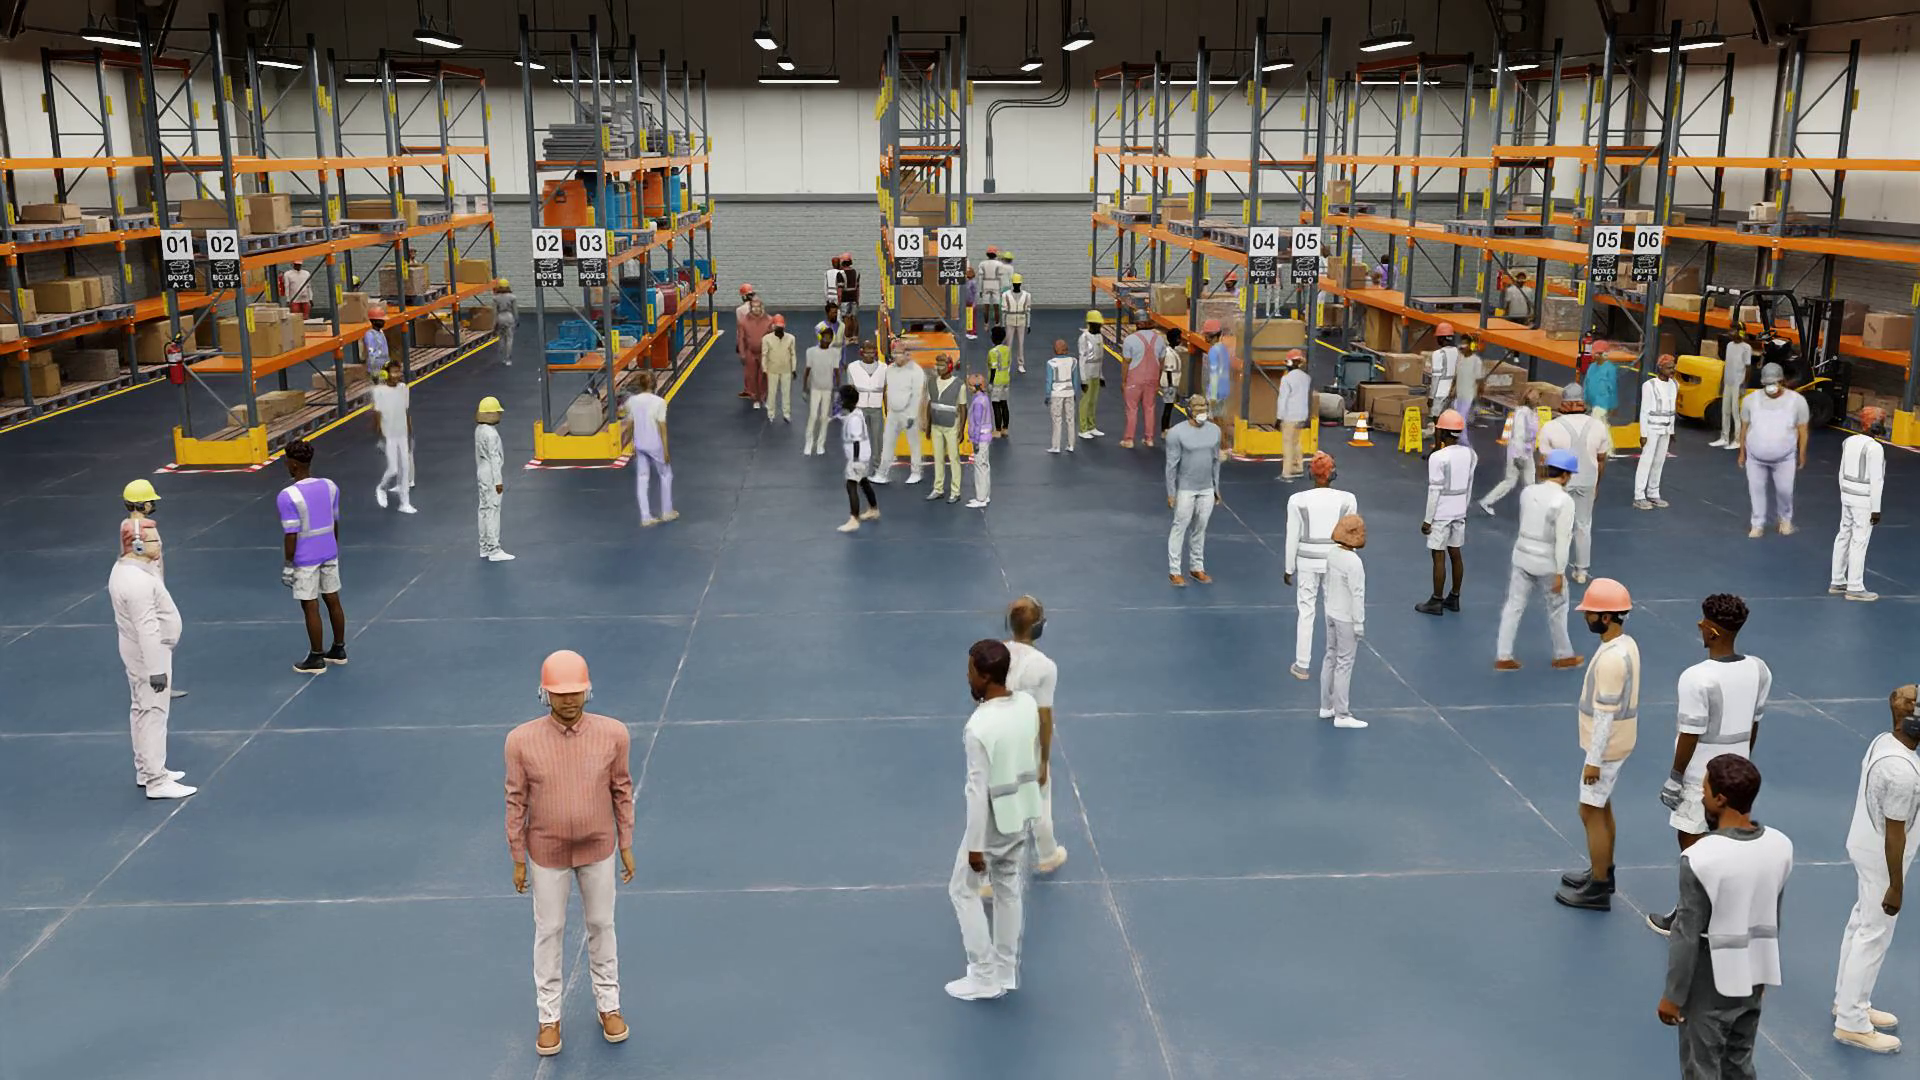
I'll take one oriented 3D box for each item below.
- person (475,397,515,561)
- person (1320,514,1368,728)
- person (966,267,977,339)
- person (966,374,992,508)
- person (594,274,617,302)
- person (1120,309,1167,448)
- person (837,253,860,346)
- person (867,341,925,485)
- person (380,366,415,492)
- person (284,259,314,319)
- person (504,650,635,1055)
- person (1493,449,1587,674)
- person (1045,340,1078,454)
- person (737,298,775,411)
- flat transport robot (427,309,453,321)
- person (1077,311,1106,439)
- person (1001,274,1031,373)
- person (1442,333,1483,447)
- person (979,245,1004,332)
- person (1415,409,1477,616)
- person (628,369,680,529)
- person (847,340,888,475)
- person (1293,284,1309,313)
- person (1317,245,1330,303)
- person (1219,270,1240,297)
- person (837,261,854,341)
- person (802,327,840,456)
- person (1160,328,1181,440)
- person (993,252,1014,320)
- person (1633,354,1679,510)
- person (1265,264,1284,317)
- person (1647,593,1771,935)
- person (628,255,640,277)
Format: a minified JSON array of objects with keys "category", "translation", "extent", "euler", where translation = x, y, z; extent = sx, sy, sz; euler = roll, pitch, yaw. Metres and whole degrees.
[{"category":"person","translation":[-4.971,-0.657,17.689],"extent":[0.322,1.742,0.493],"euler":[-9,16,-34]},{"category":"person","translation":[2.919,0.603,12.587],"extent":[0.285,1.633,0.497],"euler":[-3,14,-13]},{"category":"person","translation":[0.236,-5.431,38.144],"extent":[0.282,1.633,0.501],"euler":[-6,15,-25]},{"category":"person","translation":[0.240,-1.210,20.275],"extent":[0.314,1.634,0.515],"euler":[2,13,7]},{"category":"person","translation":[-7.842,-5.264,36.839],"extent":[0.596,1.911,0.450],"euler":[6,15,25]},{"category":"person","translation":[2.639,-2.370,24.307],"extent":[0.690,2.000,0.535],"euler":[-6,14,-22]},{"category":"person","translation":[-2.490,-5.309,36.760],"extent":[0.611,2.038,0.394],"euler":[-11,17,-40]},{"category":"person","translation":[-0.807,-1.608,21.428],"extent":[0.652,1.872,0.881],"euler":[10,16,35]},{"category":"person","translation":[-7.168,-1.429,21.185],"extent":[0.314,1.639,0.514],"euler":[2,13,7]},{"category":"person","translation":[-14.671,-5.332,36.954],"extent":[0.389,1.991,0.626],"euler":[12,18,41]},{"category":"person","translation":[-1.873,1.491,8.043],"extent":[0.612,1.997,0.375],"euler":[-5,14,-20]},{"category":"person","translation":[4.866,0.185,13.783],"extent":[0.879,1.891,0.655],"euler":[-7,15,-26]},{"category":"person","translation":[1.455,-2.053,23.830],"extent":[0.512,1.638,0.312],"euler":[-6,15,-24]},{"category":"person","translation":[-3.344,-3.055,27.567],"extent":[0.651,1.865,0.928],"euler":[-2,13,-9]},{"category":"flat transport robot","translation":[-13.207,-5.755,42.435],"extent":[0.652,0.197,1.431],"euler":[-3,14,-12]},{"category":"person","translation":[2.023,-2.494,25.106],"extent":[0.428,1.915,0.610],"euler":[10,16,35]},{"category":"person","translation":[1.091,-4.212,32.352],"extent":[0.585,1.928,0.370],"euler":[-2,13,-6]},{"category":"person","translation":[6.848,-1.898,22.704],"extent":[0.427,1.854,0.513],"euler":[-4,14,-15]},{"category":"person","translation":[0.752,-5.968,39.542],"extent":[0.605,2.045,0.385],"euler":[3,14,14]},{"category":"person","translation":[4.544,-0.257,15.578],"extent":[0.545,1.938,0.362],"euler":[-8,15,-31]},{"category":"person","translation":[-3.525,-1.072,19.270],"extent":[0.551,1.822,0.731],"euler":[5,14,20]},{"category":"person","translation":[-1.214,-1.727,22.020],"extent":[0.563,1.838,0.390],"euler":[-4,14,-16]},{"category":"person","translation":[9.037,-6.807,43.978],"extent":[0.503,1.633,0.280],"euler":[-6,14,-23]},{"category":"person","translation":[9.290,-6.607,42.618],"extent":[0.362,1.877,0.599],"euler":[12,18,42]},{"category":"person","translation":[5.111,-4.095,31.608],"extent":[0.613,2.043,0.374],"euler":[11,17,38]},{"category":"person","translation":[-2.594,-5.465,37.708],"extent":[0.410,1.909,0.642],"euler":[3,14,14]},{"category":"person","translation":[-1.969,-2.102,23.636],"extent":[0.553,1.833,0.657],"euler":[-2,14,-10]},{"category":"person","translation":[3.153,-2.336,24.924],"extent":[0.320,1.684,0.541],"euler":[3,14,13]},{"category":"person","translation":[1.185,-6.450,42.286],"extent":[0.917,1.723,0.542],"euler":[-9,16,-33]},{"category":"person","translation":[8.463,-1.315,20.171],"extent":[0.585,1.882,0.337],"euler":[-7,15,-28]},{"category":"person","translation":[8.130,-6.603,43.101],"extent":[0.511,1.640,0.309],"euler":[7,15,26]},{"category":"person","translation":[4.118,1.247,9.142],"extent":[0.613,1.965,0.361],"euler":[-6,15,-25]},{"category":"person","translation":[-8.533,-6.777,43.584],"extent":[0.323,1.755,0.563],"euler":[-2,13,-7]}]
